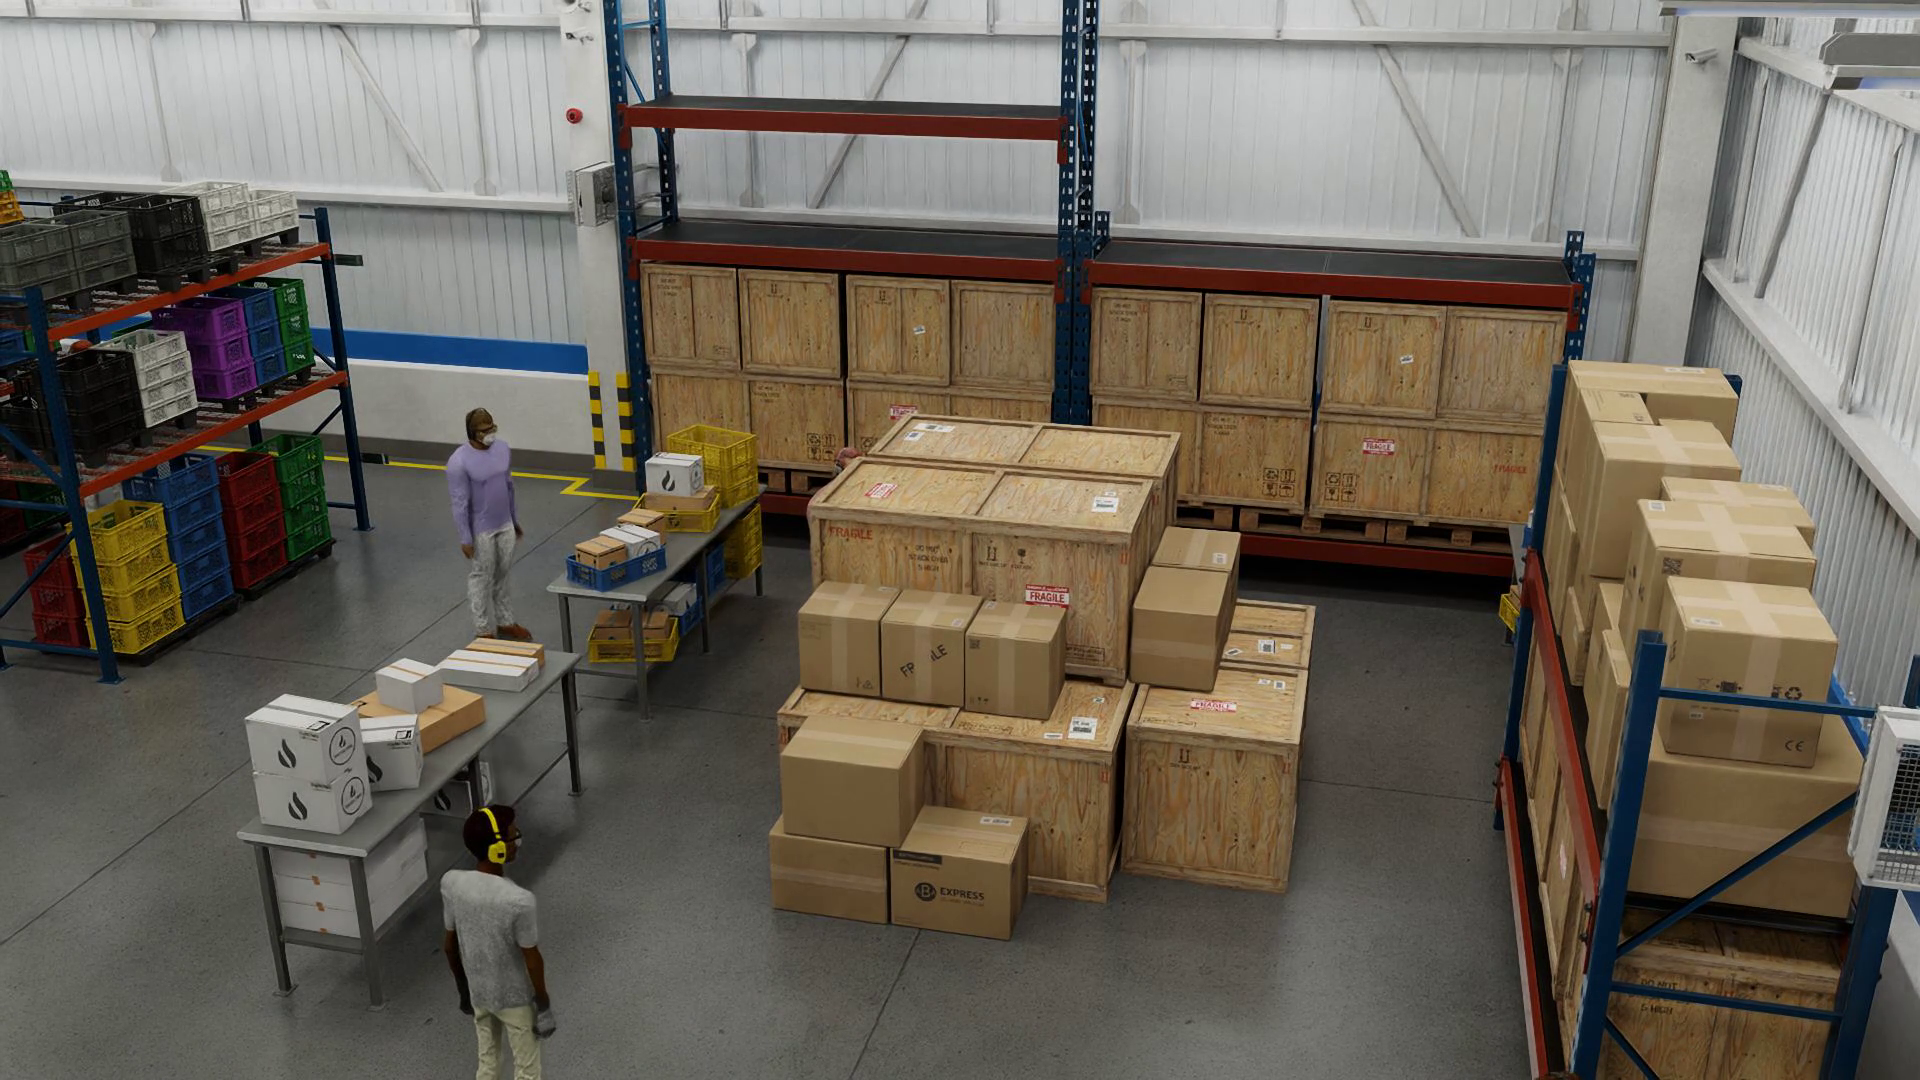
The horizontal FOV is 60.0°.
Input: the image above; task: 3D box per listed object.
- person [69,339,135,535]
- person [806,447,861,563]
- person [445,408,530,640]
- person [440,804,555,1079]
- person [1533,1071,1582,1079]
[{"bbox_3d":[-7.842,-0.907,15.140,0.577,1.881,0.349,-14,25,-33],"label":"person"},{"bbox_3d":[-0.784,0.242,12.093,0.642,1.913,0.409,-17,27,-38],"label":"person"},{"bbox_3d":[-3.673,-0.098,12.946,0.351,1.938,0.634,11,23,26],"label":"person"},{"bbox_3d":[-2.046,2.038,7.461,0.512,1.866,0.330,8,22,21],"label":"person"},{"bbox_3d":[2.012,2.657,5.872,0.429,1.844,0.625,-13,24,-30],"label":"person"}]
